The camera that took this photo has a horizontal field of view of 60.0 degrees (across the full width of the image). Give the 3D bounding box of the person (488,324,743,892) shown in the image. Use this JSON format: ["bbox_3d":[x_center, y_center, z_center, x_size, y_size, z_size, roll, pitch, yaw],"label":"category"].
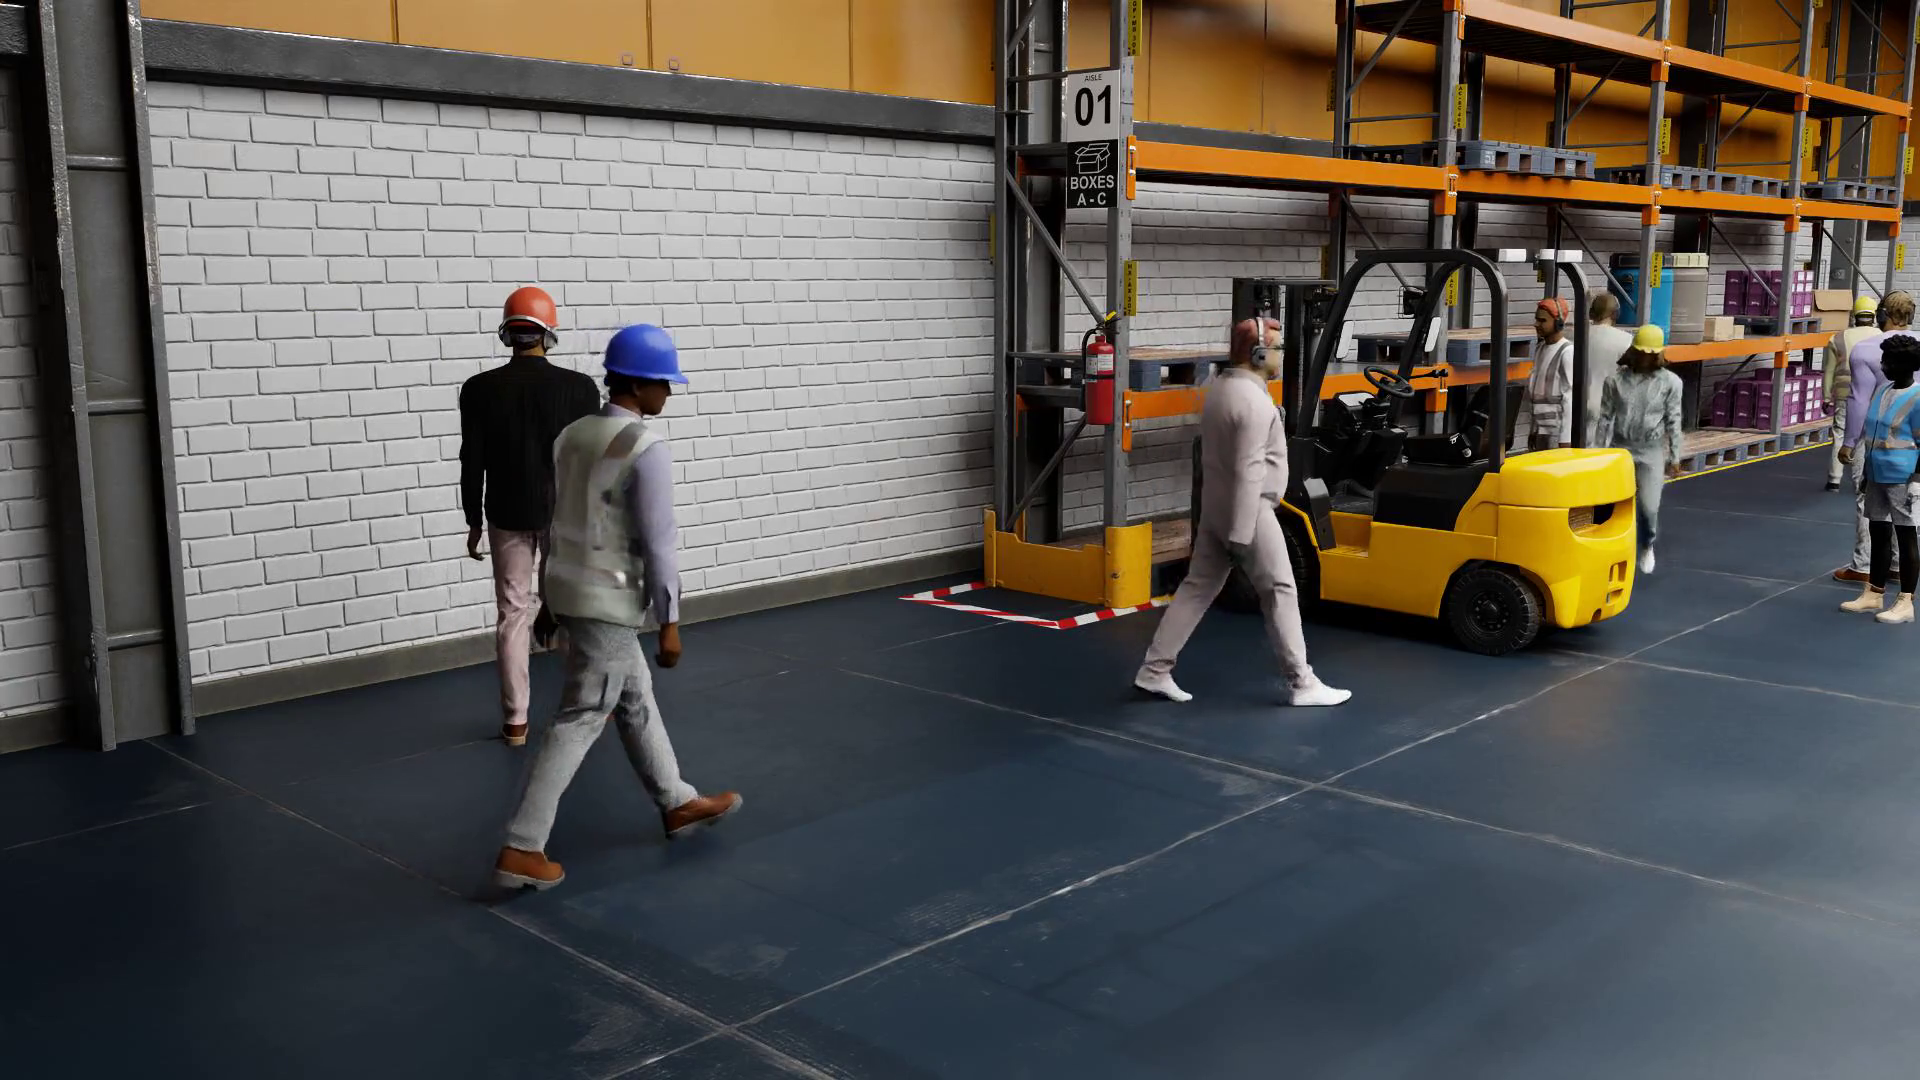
[{"bbox_3d":[-1.222,0.216,5.672,1.026,1.886,0.653,-7,12,-38],"label":"person"}]

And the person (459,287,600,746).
[{"bbox_3d":[-1.849,-0.101,7.270,0.621,1.992,0.397,-2,9,-11],"label":"person"}]

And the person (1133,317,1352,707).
[{"bbox_3d":[1.308,-0.118,7.825,1.008,1.858,0.654,-2,9,-11],"label":"person"}]

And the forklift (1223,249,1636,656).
[{"bbox_3d":[2.710,-0.584,9.626,2.313,2.155,1.214,9,13,43],"label":"forklift"}]

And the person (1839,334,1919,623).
[{"bbox_3d":[5.492,-0.360,9.781,0.320,1.692,0.531,-1,9,-7],"label":"person"}]

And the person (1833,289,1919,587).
[{"bbox_3d":[6.035,-0.656,10.847,0.635,1.938,0.359,-2,9,-9],"label":"person"}]

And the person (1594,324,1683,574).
[{"bbox_3d":[4.428,-0.554,10.885,0.557,1.715,0.484,6,11,32],"label":"person"}]

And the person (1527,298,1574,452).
[{"bbox_3d":[4.188,-0.766,11.752,0.369,1.873,0.592,0,9,-1],"label":"person"}]

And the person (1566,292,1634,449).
[{"bbox_3d":[5.106,-1.011,13.194,1.044,1.877,0.643,-6,11,-31],"label":"person"}]

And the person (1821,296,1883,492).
[{"bbox_3d":[8.330,-1.343,15.413,0.606,1.826,0.403,6,11,31],"label":"person"}]
